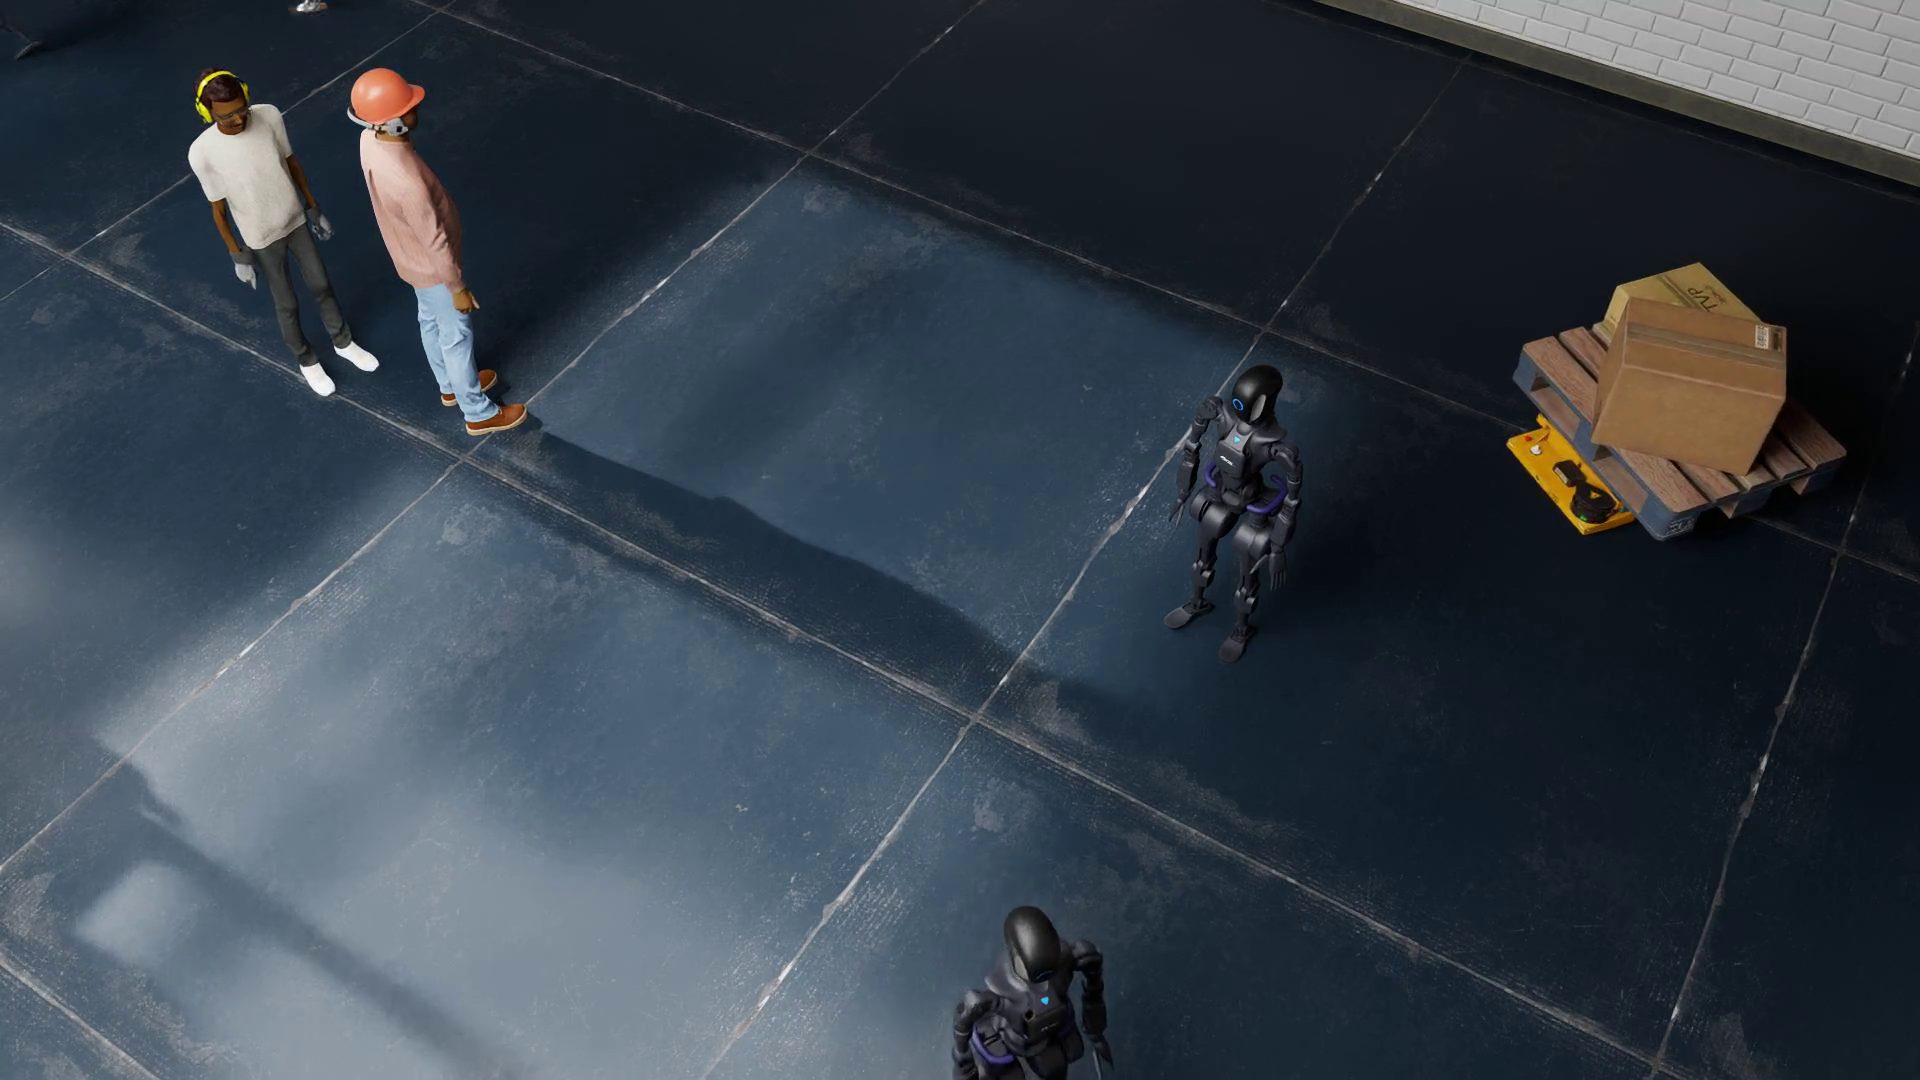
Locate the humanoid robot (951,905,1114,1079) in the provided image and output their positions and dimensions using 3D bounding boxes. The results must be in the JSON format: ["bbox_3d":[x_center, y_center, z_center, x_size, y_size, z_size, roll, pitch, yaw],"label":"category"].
[{"bbox_3d":[0.199,1.648,5.466,0.585,1.637,0.634,-22,52,-18],"label":"humanoid robot"}]

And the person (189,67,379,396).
[{"bbox_3d":[-3.298,-1.484,8.062,0.345,1.856,0.526,30,55,24],"label":"person"}]

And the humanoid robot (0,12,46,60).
[{"bbox_3d":[-6.180,-3.572,10.033,0.622,1.635,0.608,-11,50,-9],"label":"humanoid robot"}]

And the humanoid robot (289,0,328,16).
[{"bbox_3d":[-3.942,-4.141,10.500,1.035,1.775,0.550,-15,51,-13],"label":"humanoid robot"}]

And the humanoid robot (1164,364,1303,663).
[{"bbox_3d":[1.160,-0.104,6.962,0.599,1.657,0.315,35,57,27],"label":"humanoid robot"}]

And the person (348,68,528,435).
[{"bbox_3d":[-2.481,-1.328,7.830,0.377,1.997,0.610,-29,55,-23],"label":"person"}]

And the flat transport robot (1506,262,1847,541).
[{"bbox_3d":[3.515,-0.488,8.242,1.431,0.231,0.659,-17,51,-14],"label":"flat transport robot"}]
